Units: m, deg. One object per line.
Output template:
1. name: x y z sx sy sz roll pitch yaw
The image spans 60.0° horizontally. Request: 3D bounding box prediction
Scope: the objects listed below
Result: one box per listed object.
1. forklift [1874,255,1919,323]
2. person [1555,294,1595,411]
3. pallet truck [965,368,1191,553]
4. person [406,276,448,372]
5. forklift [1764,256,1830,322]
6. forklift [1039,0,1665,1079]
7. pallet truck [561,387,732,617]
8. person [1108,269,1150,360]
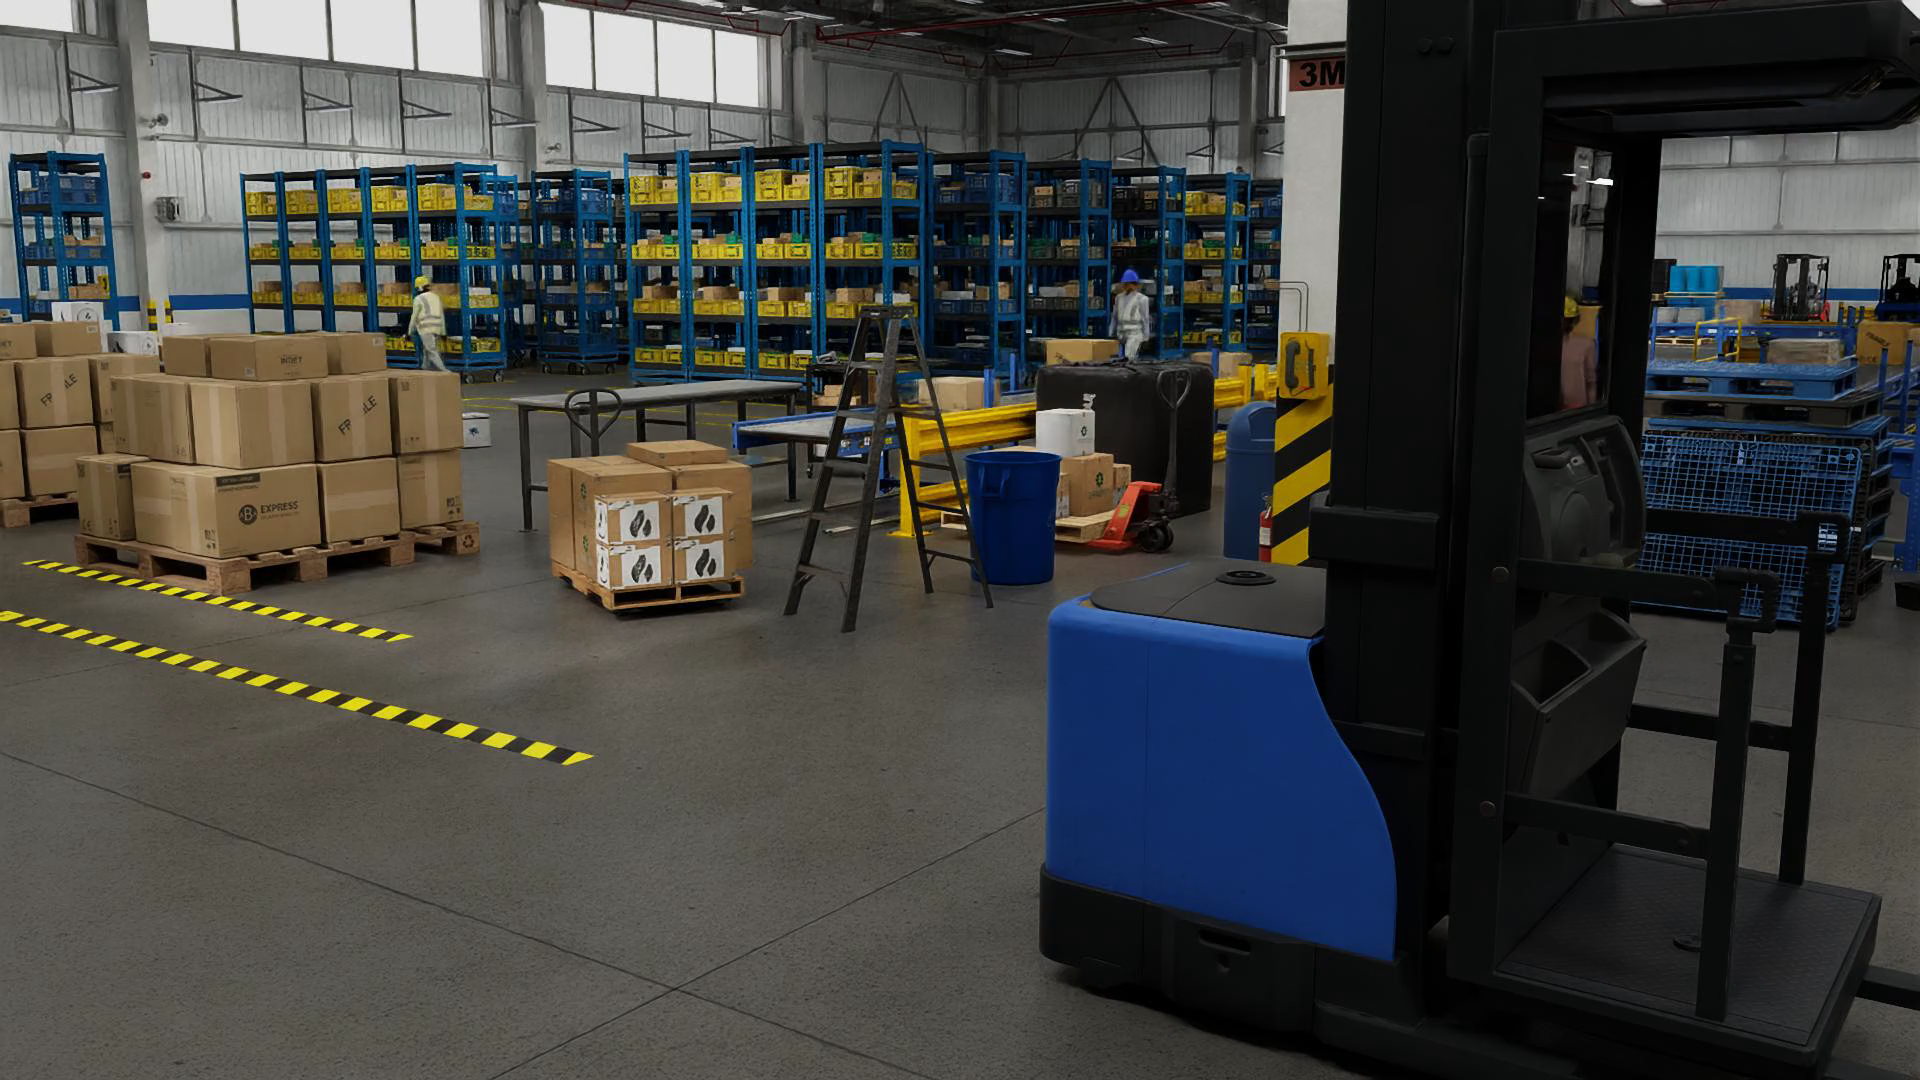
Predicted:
1. forklift: 22.089 -5.634 38.796 1.157 1.987 2.680 6 11 33
2. person: 5.391 -1.337 14.922 0.532 1.739 0.795 4 10 21
3. pallet truck: 0.845 -0.609 11.869 1.630 1.274 0.653 7 12 35
4. person: -8.559 -3.377 26.930 0.866 1.786 0.610 4 10 20
5. forklift: 20.253 -5.854 40.139 1.157 1.987 2.680 7 12 35
6. forklift: 1.249 -0.137 4.360 1.873 2.768 1.129 7 12 35
7. pallet truck: -1.981 -0.274 10.088 0.680 1.201 1.601 -5 11 -28
8. person: 2.501 -2.949 24.017 0.954 1.916 0.617 -8 12 -39
